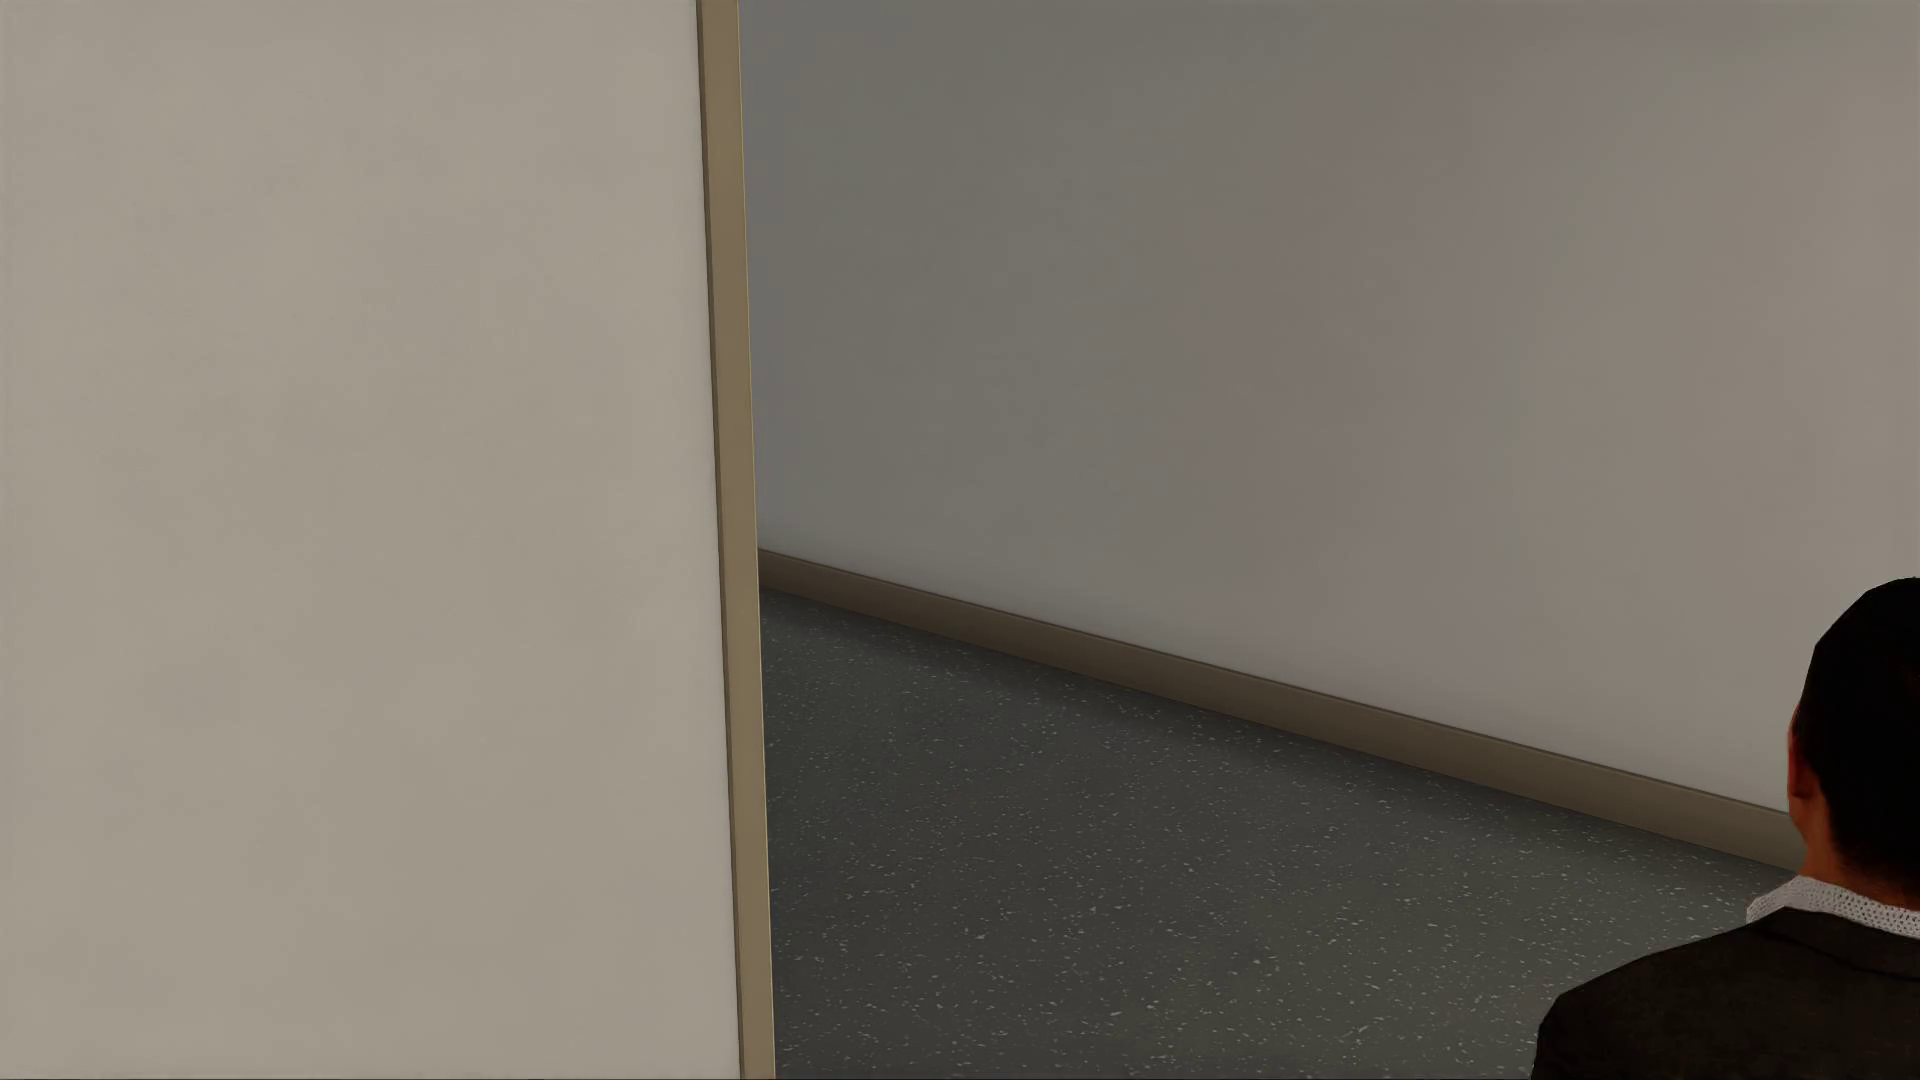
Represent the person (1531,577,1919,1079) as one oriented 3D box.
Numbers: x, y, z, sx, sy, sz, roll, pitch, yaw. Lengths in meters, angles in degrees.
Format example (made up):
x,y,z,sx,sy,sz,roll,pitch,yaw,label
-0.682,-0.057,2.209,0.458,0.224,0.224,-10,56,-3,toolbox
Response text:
x,y,z,sx,sy,sz,roll,pitch,yaw,label
0.684,0.924,1.389,0.904,1.793,0.963,1,16,2,person
